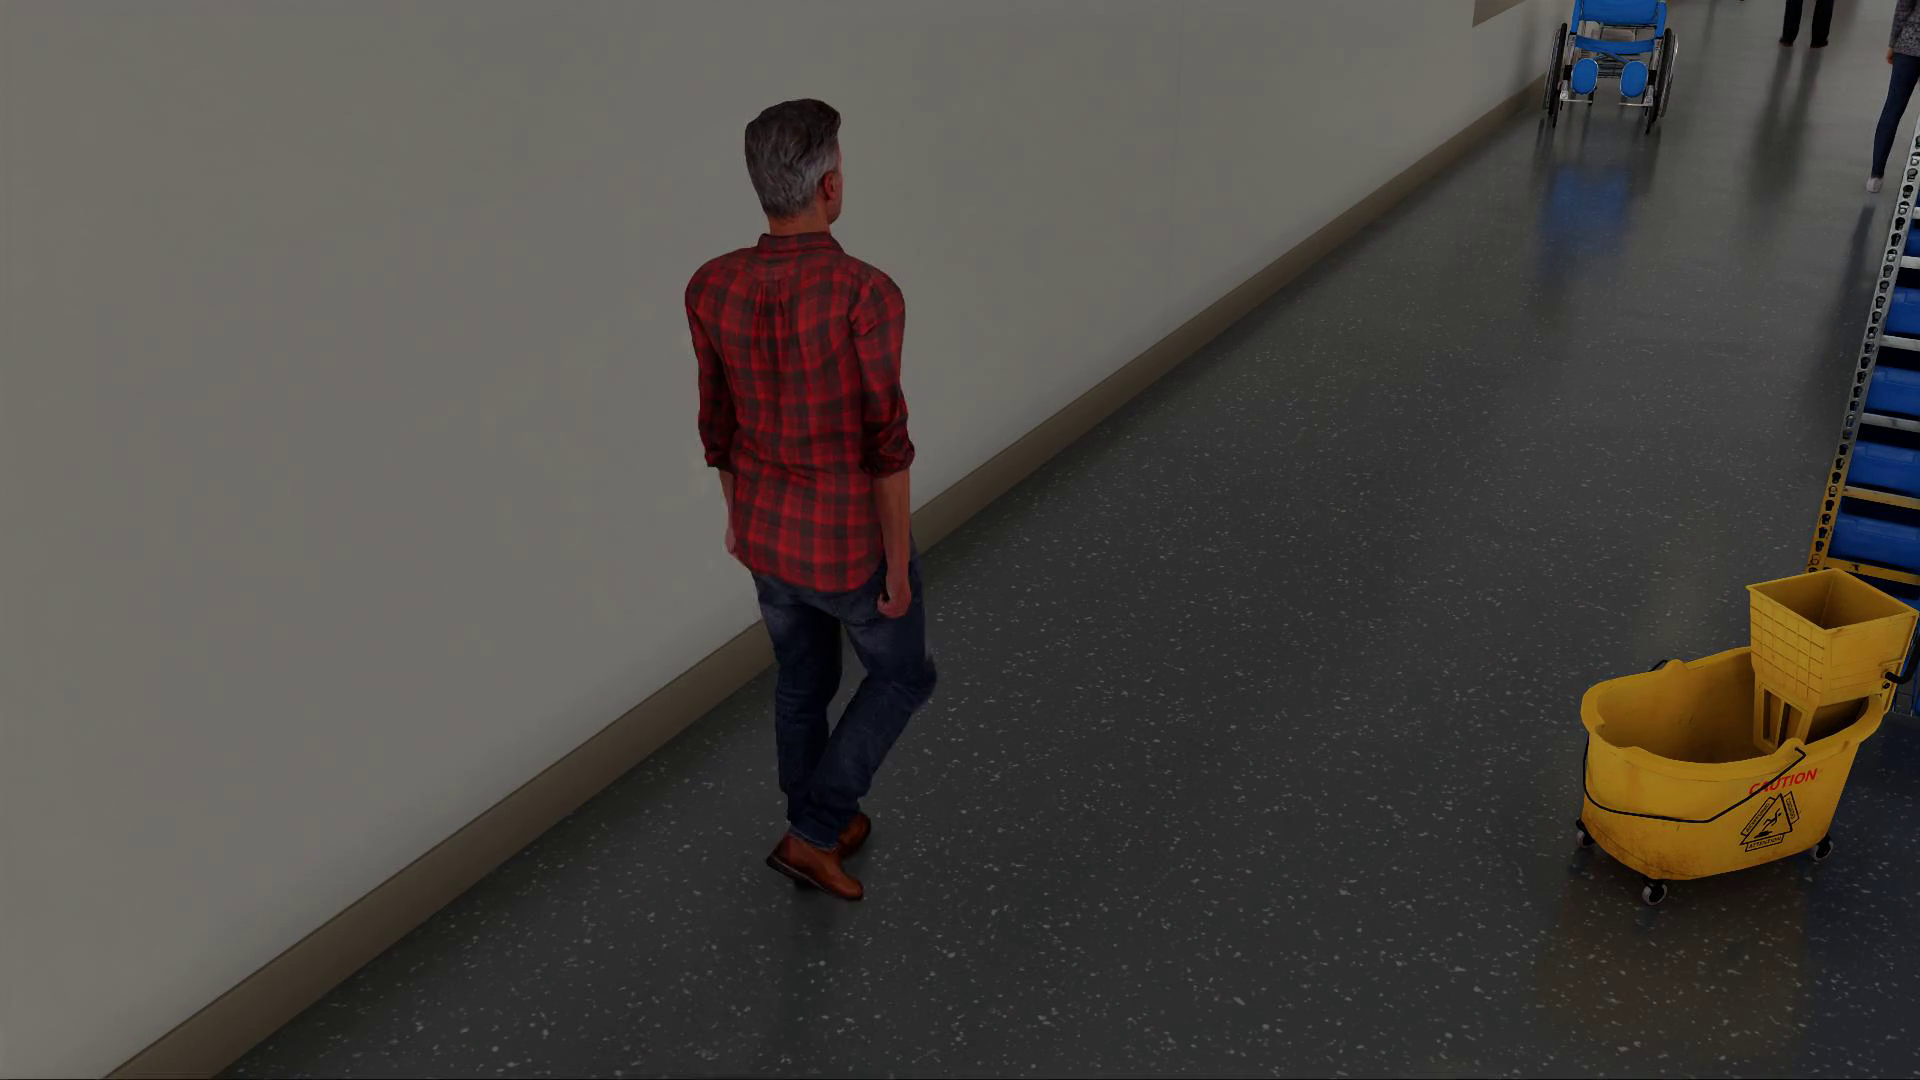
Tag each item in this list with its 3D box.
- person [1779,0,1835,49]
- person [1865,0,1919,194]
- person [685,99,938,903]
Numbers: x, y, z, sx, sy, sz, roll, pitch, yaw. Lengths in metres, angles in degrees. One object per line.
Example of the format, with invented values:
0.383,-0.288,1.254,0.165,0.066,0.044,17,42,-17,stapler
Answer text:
7.475,-5.225,14.408,0.518,1.814,0.755,13,29,25,person
5.626,-2.879,9.634,0.502,1.734,0.700,19,31,34,person
-0.343,0.020,3.526,0.668,1.818,0.731,14,29,27,person
